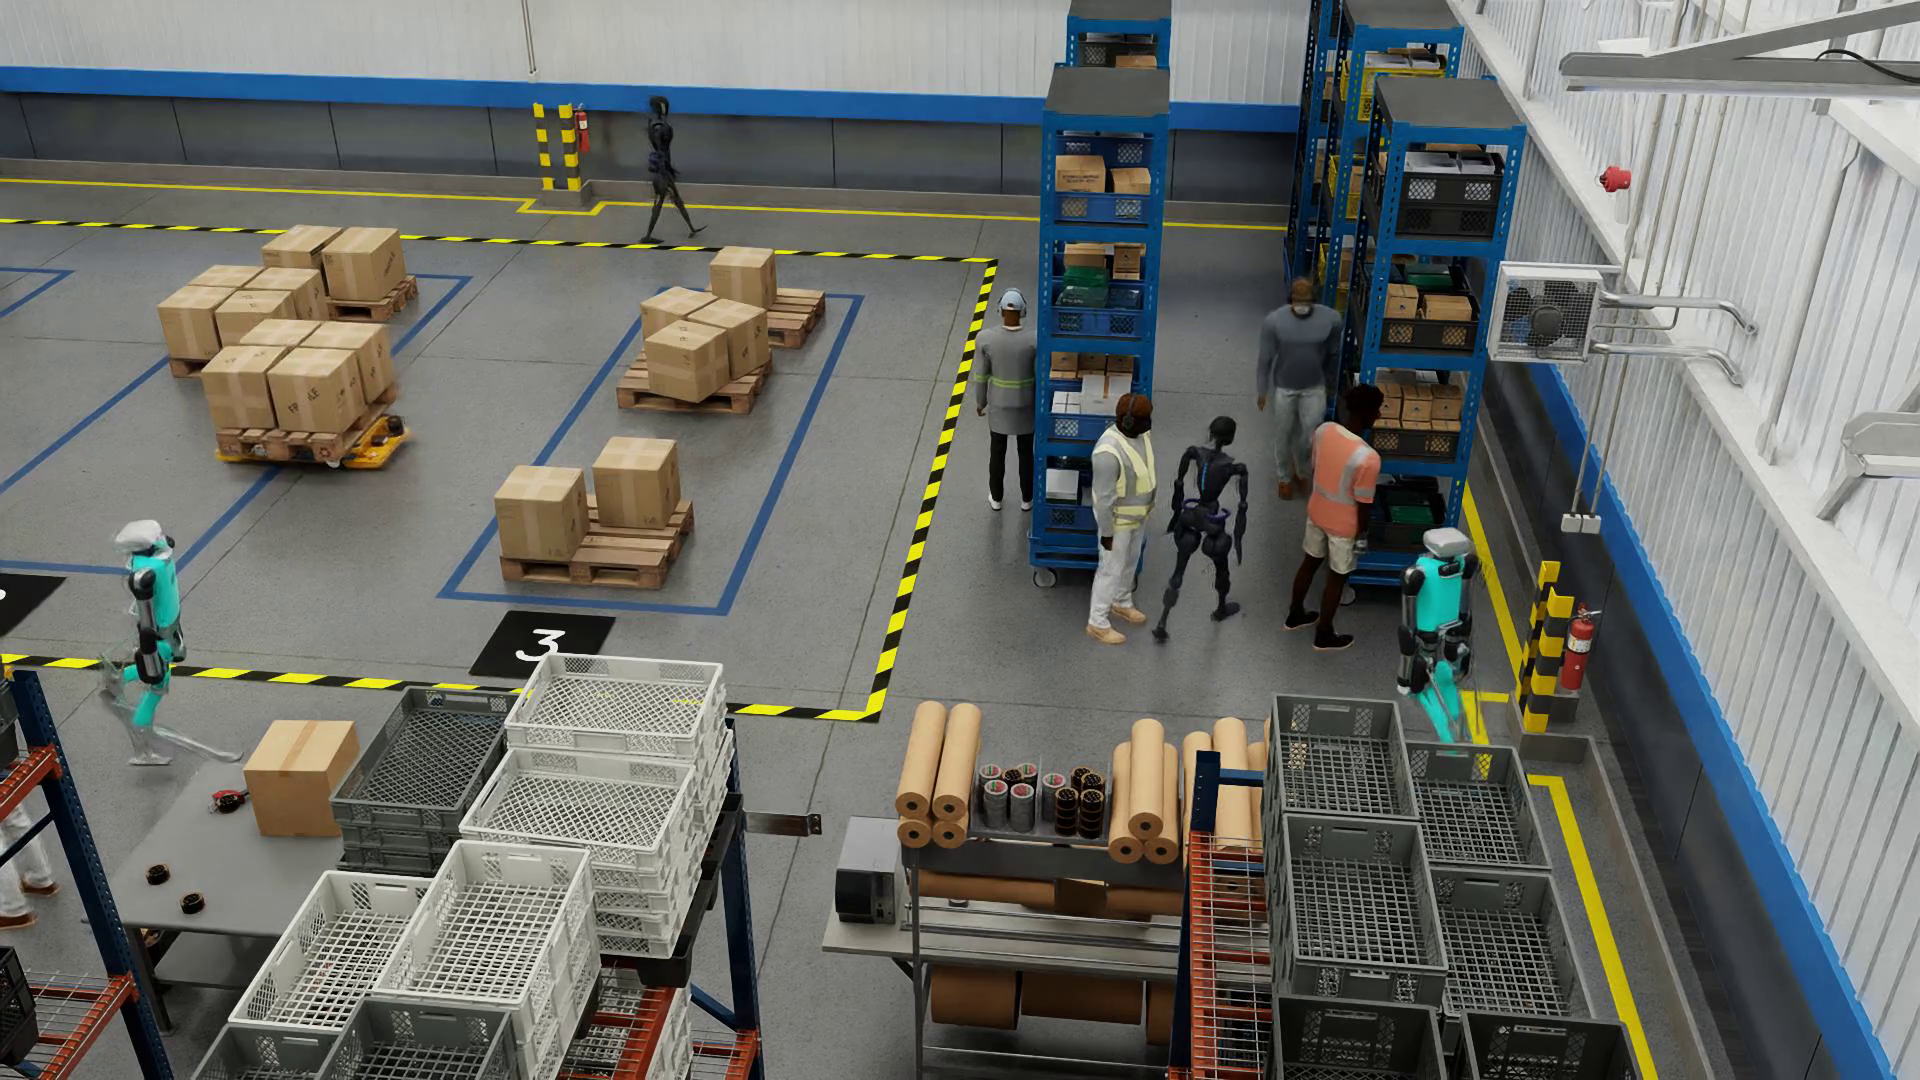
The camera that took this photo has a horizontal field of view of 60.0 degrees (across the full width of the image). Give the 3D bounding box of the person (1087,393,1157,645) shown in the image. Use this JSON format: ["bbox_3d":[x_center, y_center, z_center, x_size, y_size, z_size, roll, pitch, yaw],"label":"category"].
[{"bbox_3d":[1.122,-0.170,11.416,0.429,1.836,0.635,18,35,27],"label":"person"}]

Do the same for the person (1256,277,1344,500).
[{"bbox_3d":[2.652,-1.184,13.080,0.670,1.916,0.448,4,30,6],"label":"person"}]

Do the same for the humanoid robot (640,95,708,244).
[{"bbox_3d":[-3.209,-4.064,18.282,0.752,1.625,0.604,-2,30,-3],"label":"humanoid robot"}]

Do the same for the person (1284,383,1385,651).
[{"bbox_3d":[2.576,-0.157,11.282,0.408,1.951,0.612,-15,33,-24],"label":"person"}]

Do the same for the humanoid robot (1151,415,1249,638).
[{"bbox_3d":[1.670,-0.077,11.462,0.615,1.630,0.734,21,36,31],"label":"humanoid robot"}]

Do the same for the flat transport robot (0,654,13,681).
[{"bbox_3d":[-7.142,0.969,11.010,1.431,0.231,0.659,3,30,6],"label":"flat transport robot"}]

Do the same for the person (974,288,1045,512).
[{"bbox_3d":[0.408,-1.087,12.969,0.588,1.849,0.394,3,30,6],"label":"person"}]

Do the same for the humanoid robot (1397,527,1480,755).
[{"bbox_3d":[2.898,0.885,9.798,0.544,1.874,0.767,-16,34,-25],"label":"humanoid robot"}]

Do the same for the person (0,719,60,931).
[{"bbox_3d":[-5.271,1.265,8.909,0.360,1.878,0.580,2,30,3],"label":"person"}]

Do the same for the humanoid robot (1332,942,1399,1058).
[{"bbox_3d":[1.812,2.282,7.371,0.588,1.643,0.614,26,39,37],"label":"humanoid robot"}]

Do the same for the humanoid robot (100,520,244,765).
[{"bbox_3d":[-4.928,0.689,10.006,0.933,1.742,0.530,-4,30,-6],"label":"humanoid robot"}]

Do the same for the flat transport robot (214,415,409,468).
[{"bbox_3d":[-5.512,-0.875,14.149,1.431,0.197,0.652,3,30,6],"label":"flat transport robot"}]
